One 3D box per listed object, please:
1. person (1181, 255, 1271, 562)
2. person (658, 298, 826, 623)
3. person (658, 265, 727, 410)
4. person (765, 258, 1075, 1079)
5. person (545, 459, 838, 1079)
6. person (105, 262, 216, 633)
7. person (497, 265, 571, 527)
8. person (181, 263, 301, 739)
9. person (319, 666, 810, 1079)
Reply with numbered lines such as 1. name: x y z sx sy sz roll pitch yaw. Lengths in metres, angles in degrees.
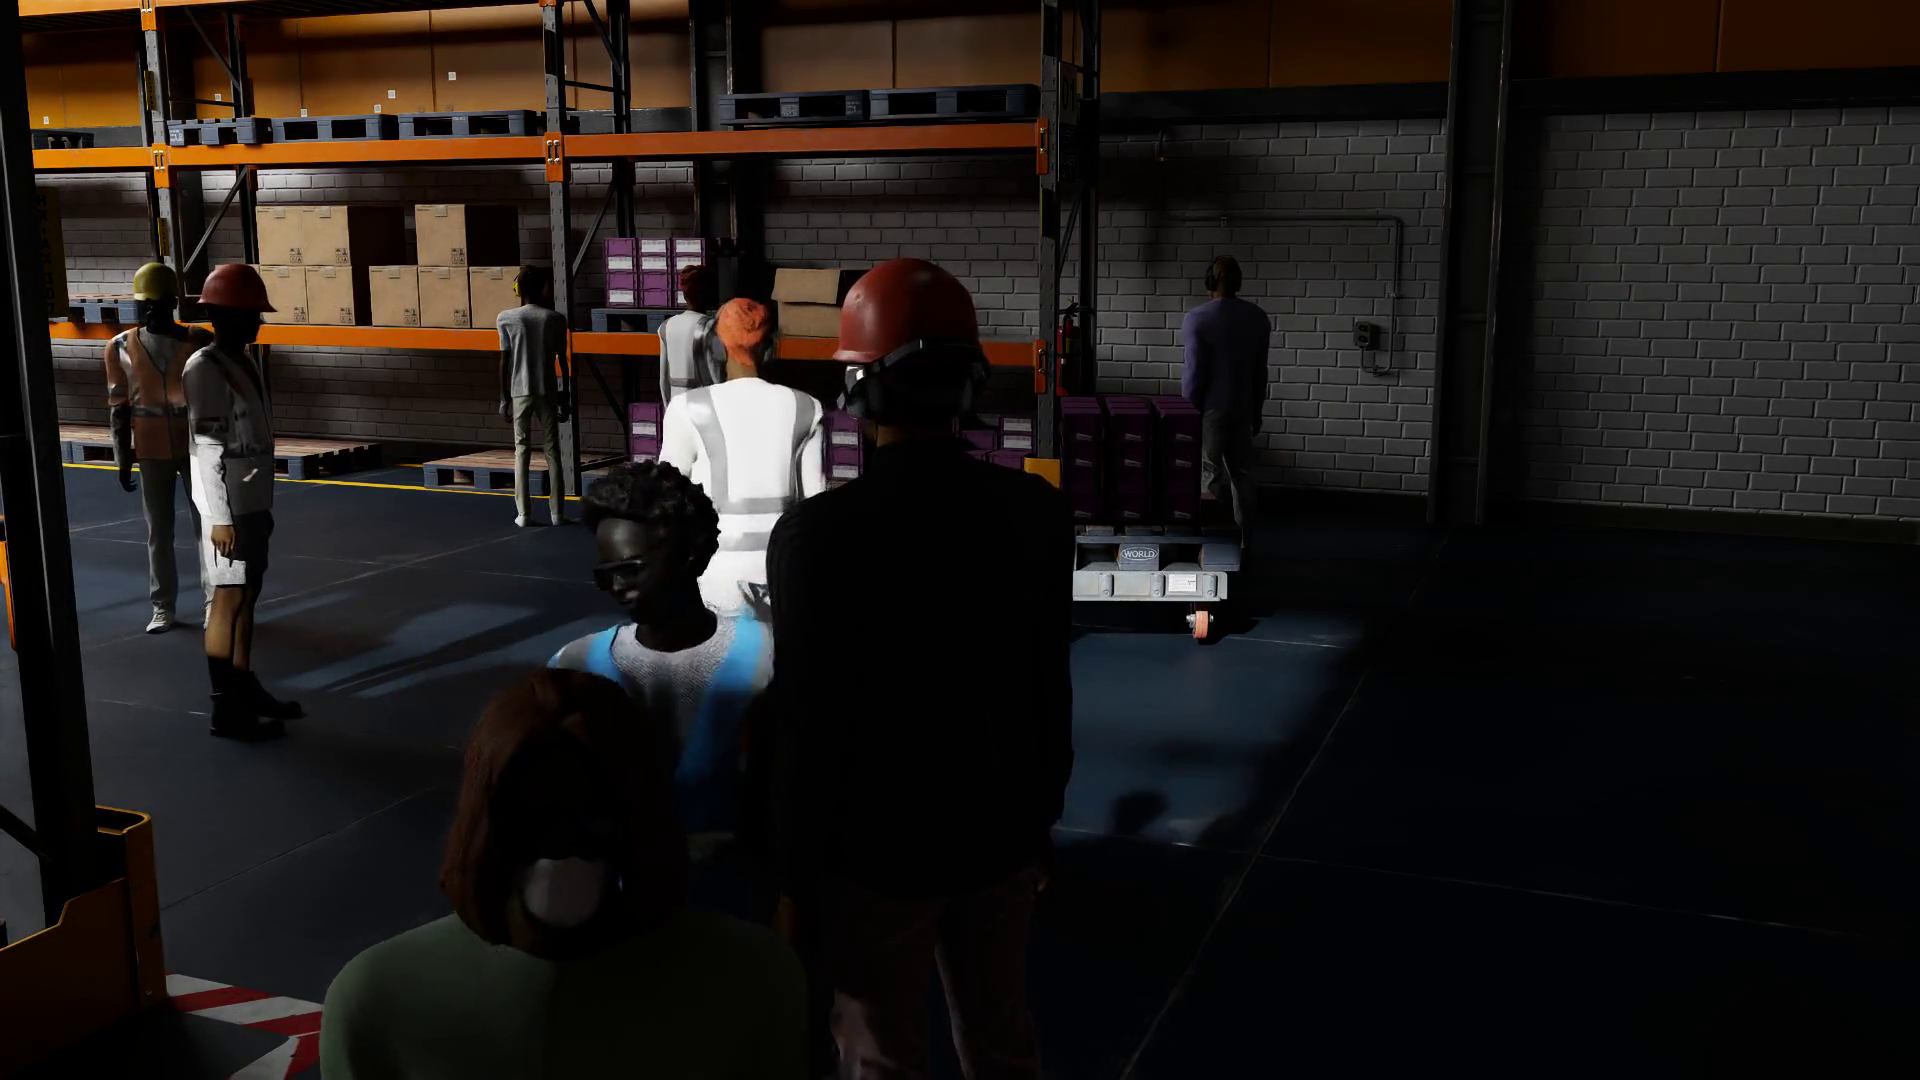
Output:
1. person: 1.645 -0.806 10.434 0.635 1.937 0.354 -5 11 -26
2. person: -0.769 0.083 5.784 0.578 1.832 0.989 -6 12 -30
3. person: -1.566 -0.708 10.045 0.573 1.883 0.355 9 13 40
4. person: -0.074 0.521 2.884 0.618 1.993 0.396 -7 13 -36
5. person: -0.455 0.672 2.957 0.531 1.667 0.683 0 10 1
6. person: -4.068 -0.465 8.608 0.581 1.919 0.394 -3 11 -18
7. person: -3.032 -1.019 11.857 0.501 1.861 0.327 -4 11 -21
8. person: -2.947 -0.161 6.851 0.373 1.933 0.550 -1 10 -6
9. person: -0.404 0.905 1.804 0.504 1.609 0.720 -1 10 -8
